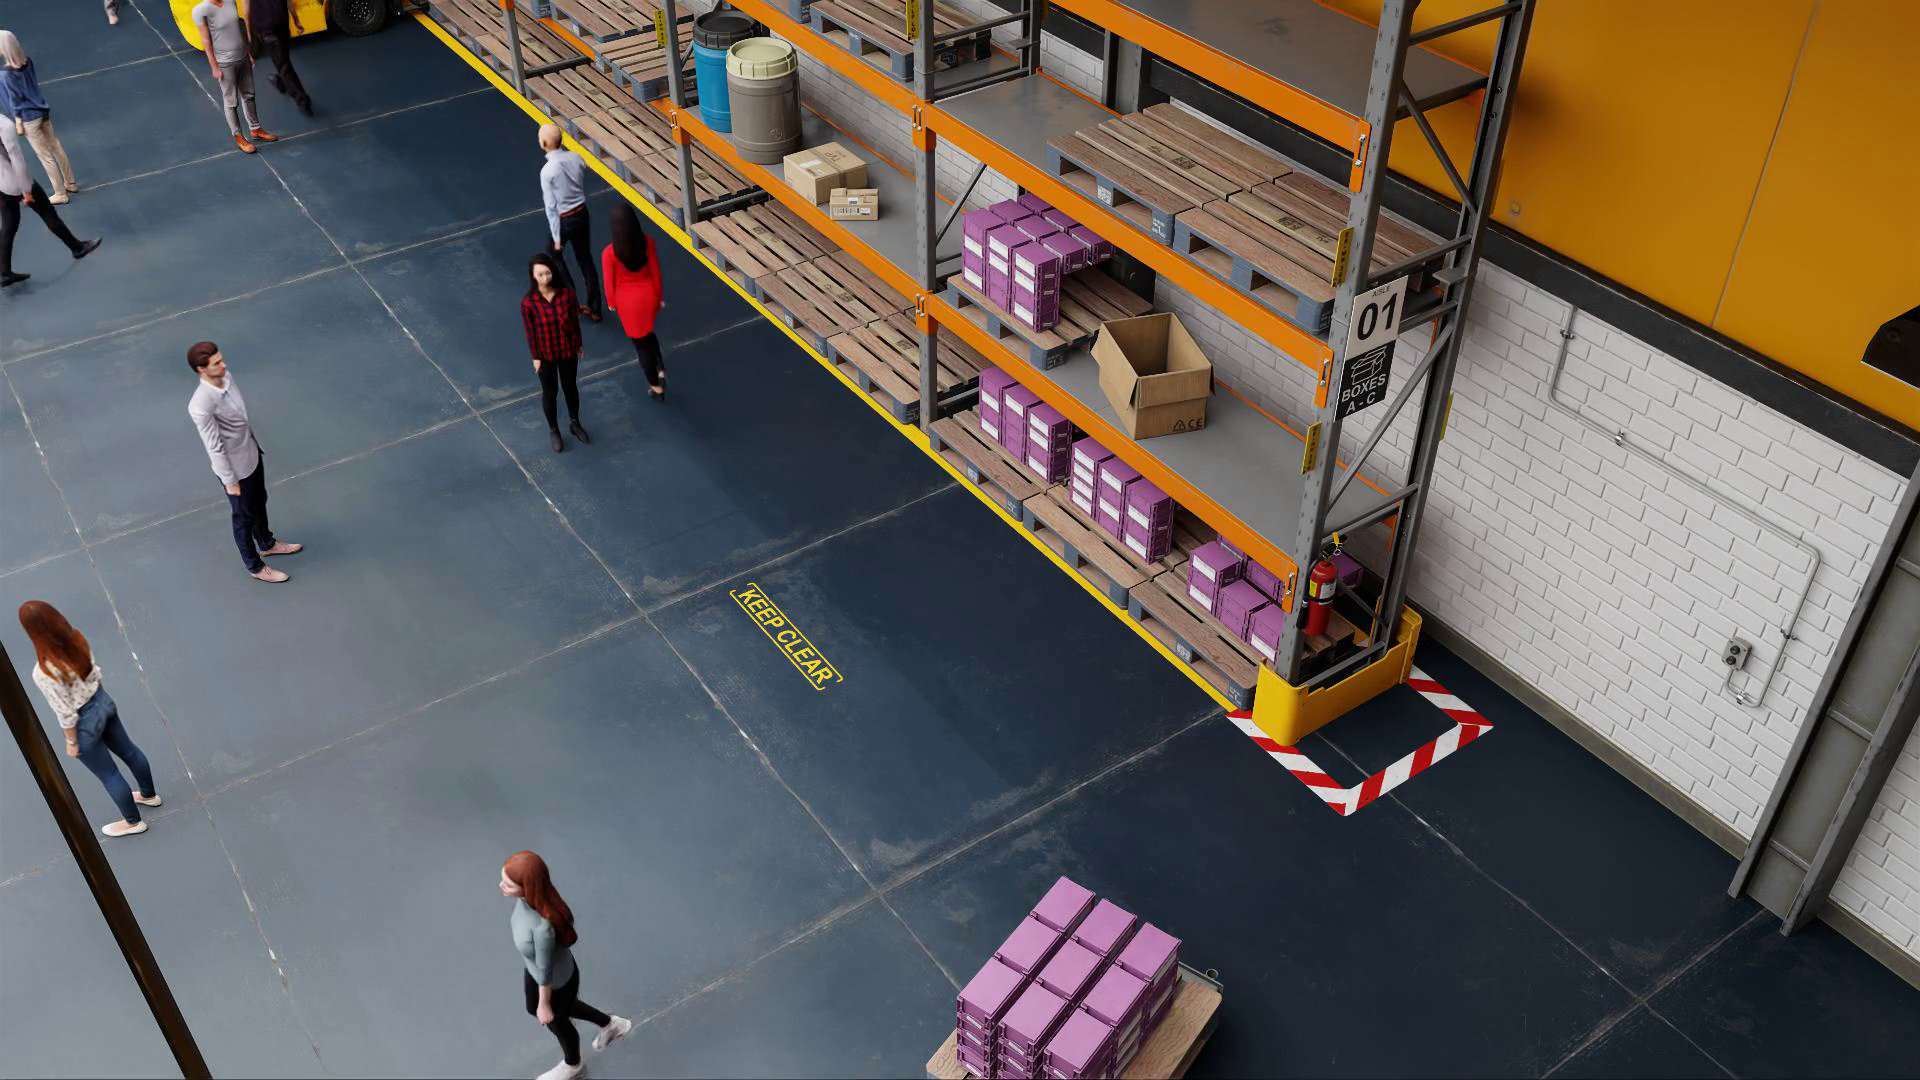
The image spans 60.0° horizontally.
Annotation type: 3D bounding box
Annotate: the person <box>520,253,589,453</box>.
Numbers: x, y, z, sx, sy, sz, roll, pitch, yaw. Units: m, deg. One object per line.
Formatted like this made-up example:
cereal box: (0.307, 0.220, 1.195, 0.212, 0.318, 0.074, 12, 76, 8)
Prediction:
person: (-3.087, -1.444, 12.655, 0.589, 1.656, 0.519, -21, 43, -24)

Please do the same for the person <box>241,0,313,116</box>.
person: (-7.132, -5.314, 17.386, 1.228, 1.799, 0.890, 31, 48, 32)

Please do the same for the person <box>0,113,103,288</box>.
person: (-8.377, -3.093, 14.548, 1.340, 1.871, 1.236, 16, 41, 19)

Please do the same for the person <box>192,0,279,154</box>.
person: (-7.373, -4.854, 16.785, 0.767, 1.831, 0.770, 14, 41, 17)

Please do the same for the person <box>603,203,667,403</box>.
person: (-2.487, -1.799, 13.035, 0.622, 1.737, 0.609, -27, 46, -30)

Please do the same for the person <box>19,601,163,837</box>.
person: (-4.982, 1.011, 9.524, 0.706, 1.727, 0.631, 4, 39, 4)

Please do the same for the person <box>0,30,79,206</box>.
person: (-8.844, -4.043, 15.876, 0.767, 1.698, 0.679, 0, 39, 0)

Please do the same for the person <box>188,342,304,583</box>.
person: (-4.956, -0.559, 11.391, 0.828, 1.851, 0.718, 0, 39, -1)

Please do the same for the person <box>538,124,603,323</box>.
person: (-3.233, -2.628, 14.046, 0.790, 1.770, 0.746, 27, 46, 30)

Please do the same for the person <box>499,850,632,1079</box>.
person: (-1.922, 2.112, 8.142, 0.727, 1.732, 0.748, -14, 41, -17)
